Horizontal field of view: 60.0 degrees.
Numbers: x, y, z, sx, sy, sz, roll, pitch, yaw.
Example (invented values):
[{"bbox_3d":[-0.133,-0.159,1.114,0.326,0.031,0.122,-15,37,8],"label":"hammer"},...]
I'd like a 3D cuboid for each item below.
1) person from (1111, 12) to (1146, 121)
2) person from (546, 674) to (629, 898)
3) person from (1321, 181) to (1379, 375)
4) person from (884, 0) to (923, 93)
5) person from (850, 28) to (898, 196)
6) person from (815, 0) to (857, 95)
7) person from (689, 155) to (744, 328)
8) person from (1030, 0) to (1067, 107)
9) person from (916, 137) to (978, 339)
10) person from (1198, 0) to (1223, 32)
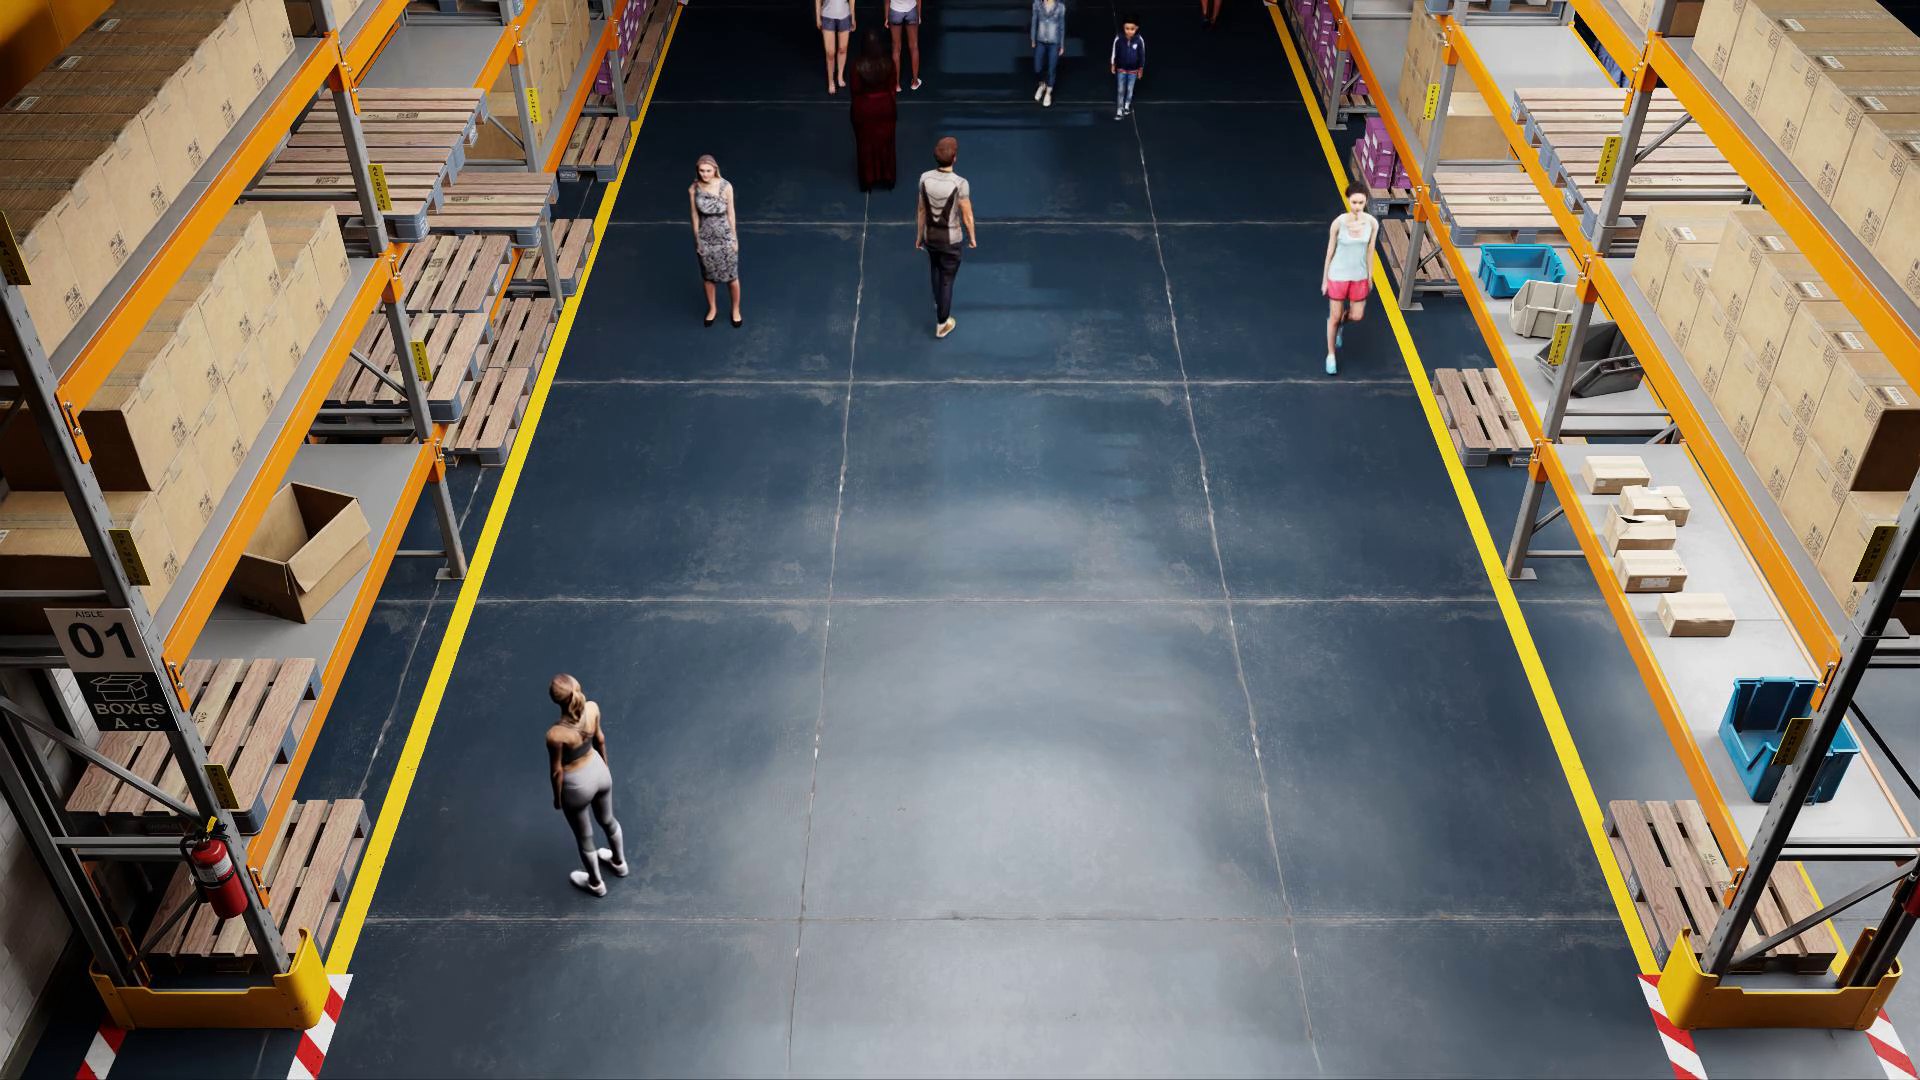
[{"bbox_3d":[1.920,-5.433,18.957,0.586,1.206,0.744,5,39,6],"label":"person"},{"bbox_3d":[-2.239,1.457,9.931,0.695,1.703,0.612,24,45,27],"label":"person"},{"bbox_3d":[3.390,-2.337,14.639,0.608,1.755,0.765,-1,39,-1],"label":"person"},{"bbox_3d":[-0.666,-6.090,19.366,0.653,1.722,0.634,-8,39,-9],"label":"person"},{"bbox_3d":[-0.891,-4.447,17.281,0.749,1.756,0.735,-13,40,-16],"label":"person"},{"bbox_3d":[-1.457,-6.117,19.427,0.699,1.688,0.775,-12,40,-14],"label":"person"},{"bbox_3d":[-2.218,-2.745,15.195,0.544,1.700,0.485,0,39,-1],"label":"person"},{"bbox_3d":[1.040,-5.758,19.153,0.612,1.468,0.605,9,39,11],"label":"person"},{"bbox_3d":[-0.181,-2.678,14.971,0.826,1.875,0.913,13,41,16],"label":"person"},{"bbox_3d":[3.213,-7.200,20.750,0.619,1.728,0.608,2,39,2],"label":"person"}]
